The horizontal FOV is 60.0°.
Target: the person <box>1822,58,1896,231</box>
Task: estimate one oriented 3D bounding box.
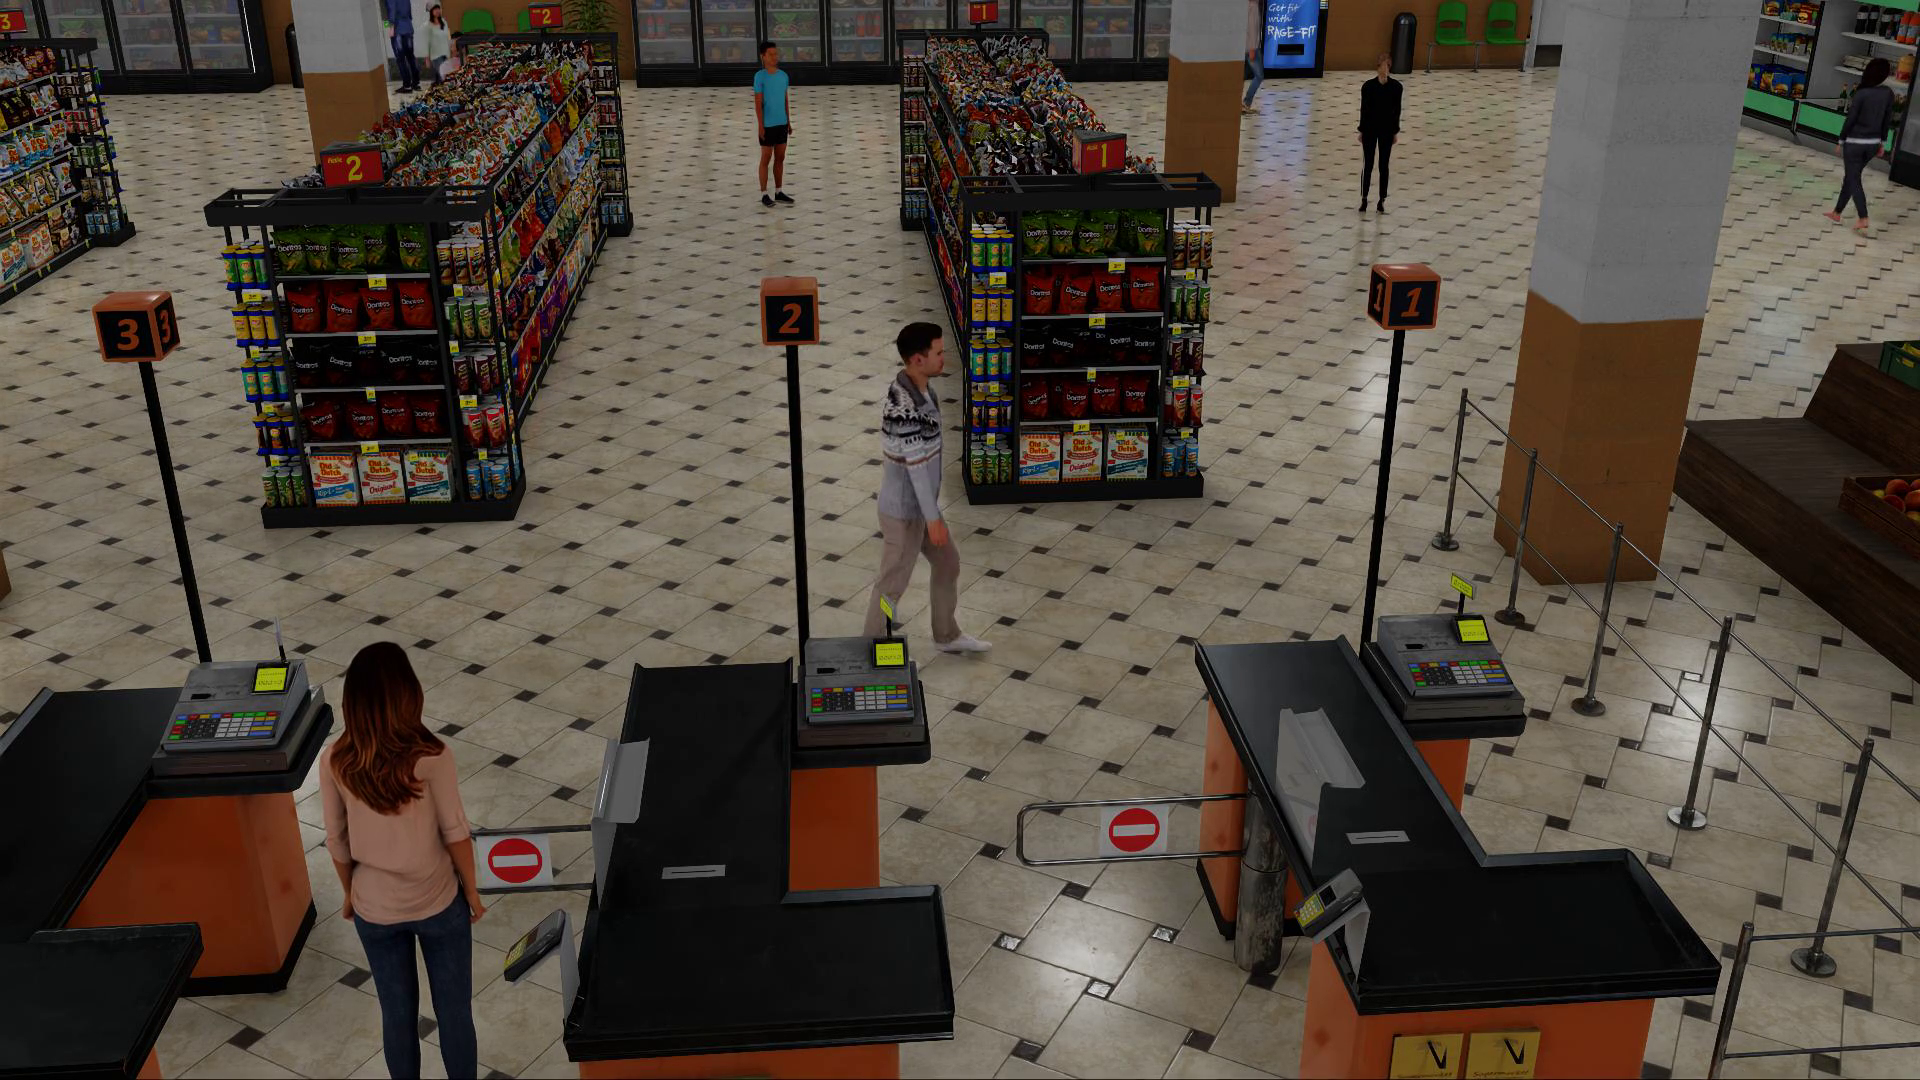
[{"bbox_3d":[9.441,-4.084,17.321,0.668,1.731,1.099,-4,24,-8],"label":"person"}]

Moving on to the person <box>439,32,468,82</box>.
[{"bbox_3d":[-5.627,-4.873,19.012,0.696,1.821,0.818,-1,24,-3],"label":"person"}]

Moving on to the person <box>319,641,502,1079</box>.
[{"bbox_3d":[-1.755,1.147,5.291,0.607,1.791,0.531,0,24,-1],"label":"person"}]

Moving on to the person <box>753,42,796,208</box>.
[{"bbox_3d":[-2.097,-4.629,18.509,0.728,1.776,0.685,21,31,40],"label":"person"}]

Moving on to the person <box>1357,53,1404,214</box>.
[{"bbox_3d":[4.561,-4.430,18.142,0.667,1.707,0.627,4,24,9],"label":"person"}]

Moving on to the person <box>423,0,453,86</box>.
[{"bbox_3d":[-7.556,-6.938,24.012,1.027,1.595,1.080,13,27,27],"label":"person"}]

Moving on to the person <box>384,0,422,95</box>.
[{"bbox_3d":[-8.751,-7.945,26.026,0.849,1.824,0.676,7,25,15],"label":"person"}]

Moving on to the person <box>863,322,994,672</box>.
[{"bbox_3d":[-0.338,-0.180,8.273,0.838,1.832,0.885,3,24,7],"label":"person"}]

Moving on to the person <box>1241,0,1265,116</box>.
[{"bbox_3d":[4.053,-7.046,23.889,0.809,1.891,0.645,-7,25,-16],"label":"person"}]
